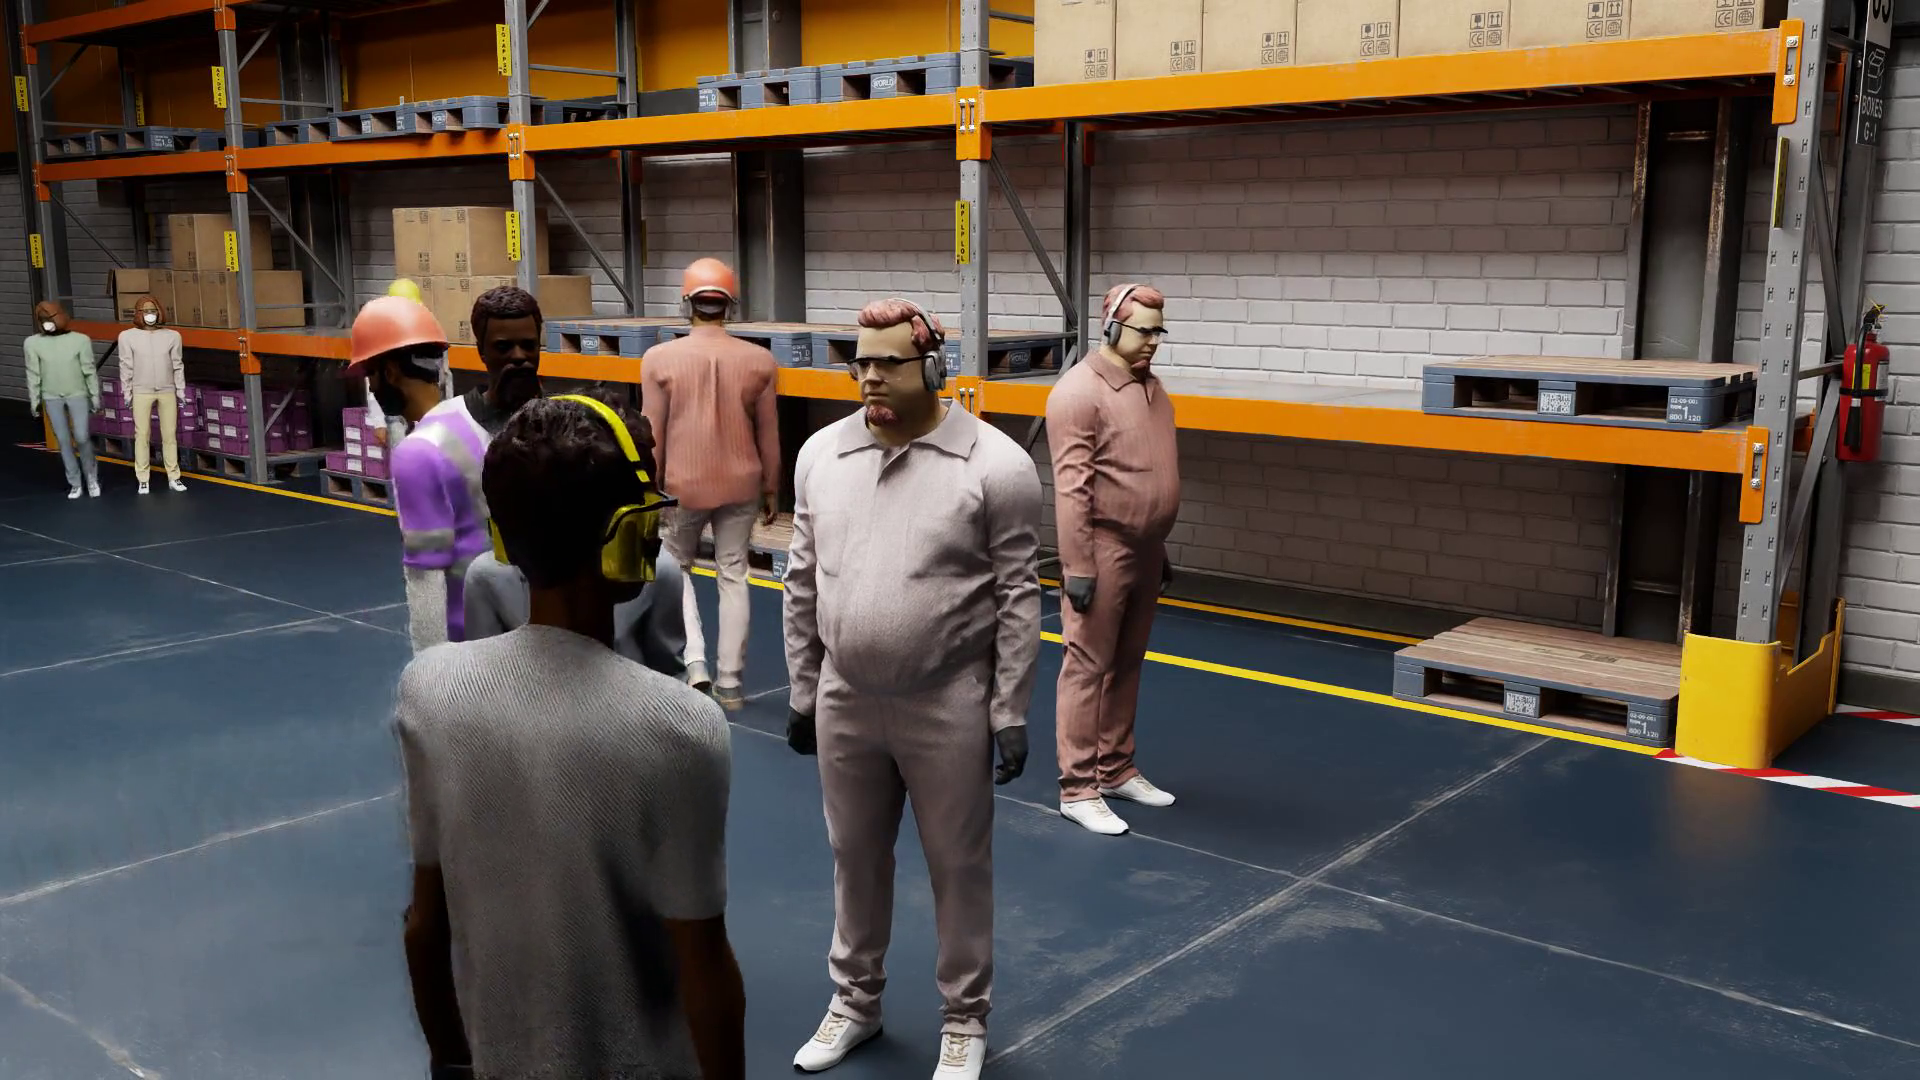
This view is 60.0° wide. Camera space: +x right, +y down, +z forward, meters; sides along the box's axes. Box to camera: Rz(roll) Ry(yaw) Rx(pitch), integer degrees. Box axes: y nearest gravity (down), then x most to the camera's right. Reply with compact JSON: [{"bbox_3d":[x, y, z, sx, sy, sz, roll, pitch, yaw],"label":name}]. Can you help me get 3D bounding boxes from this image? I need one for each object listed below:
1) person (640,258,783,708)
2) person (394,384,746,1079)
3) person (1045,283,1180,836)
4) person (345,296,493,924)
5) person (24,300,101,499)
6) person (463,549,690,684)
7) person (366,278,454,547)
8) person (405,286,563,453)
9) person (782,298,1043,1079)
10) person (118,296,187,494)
[{"bbox_3d":[-1.084,-0.233,7.277,0.636,1.977,0.426,-3,10,-18],"label":"person"},{"bbox_3d":[-0.487,0.751,2.115,0.548,1.899,0.502,5,11,25],"label":"person"},{"bbox_3d":[0.570,0.059,5.852,0.404,1.902,0.636,7,12,35],"label":"person"},{"bbox_3d":[-1.407,0.267,4.677,0.528,1.890,0.584,-1,10,-6],"label":"person"},{"bbox_3d":[-7.196,-1.113,13.367,0.513,1.606,0.504,-3,10,-17],"label":"person"},{"bbox_3d":[-0.867,0.552,3.798,0.508,1.631,0.274,-2,10,-9],"label":"person"},{"bbox_3d":[-3.681,-0.842,11.200,0.639,1.818,0.431,-9,14,-42],"label":"person"},{"bbox_3d":[-1.252,0.246,4.727,0.592,1.919,0.392,-6,12,-33],"label":"person"},{"bbox_3d":[-0.139,0.384,3.980,0.652,1.906,0.403,4,11,21],"label":"person"},{"bbox_3d":[-6.671,-1.200,13.774,0.499,1.633,0.286,-8,13,-38],"label":"person"}]
